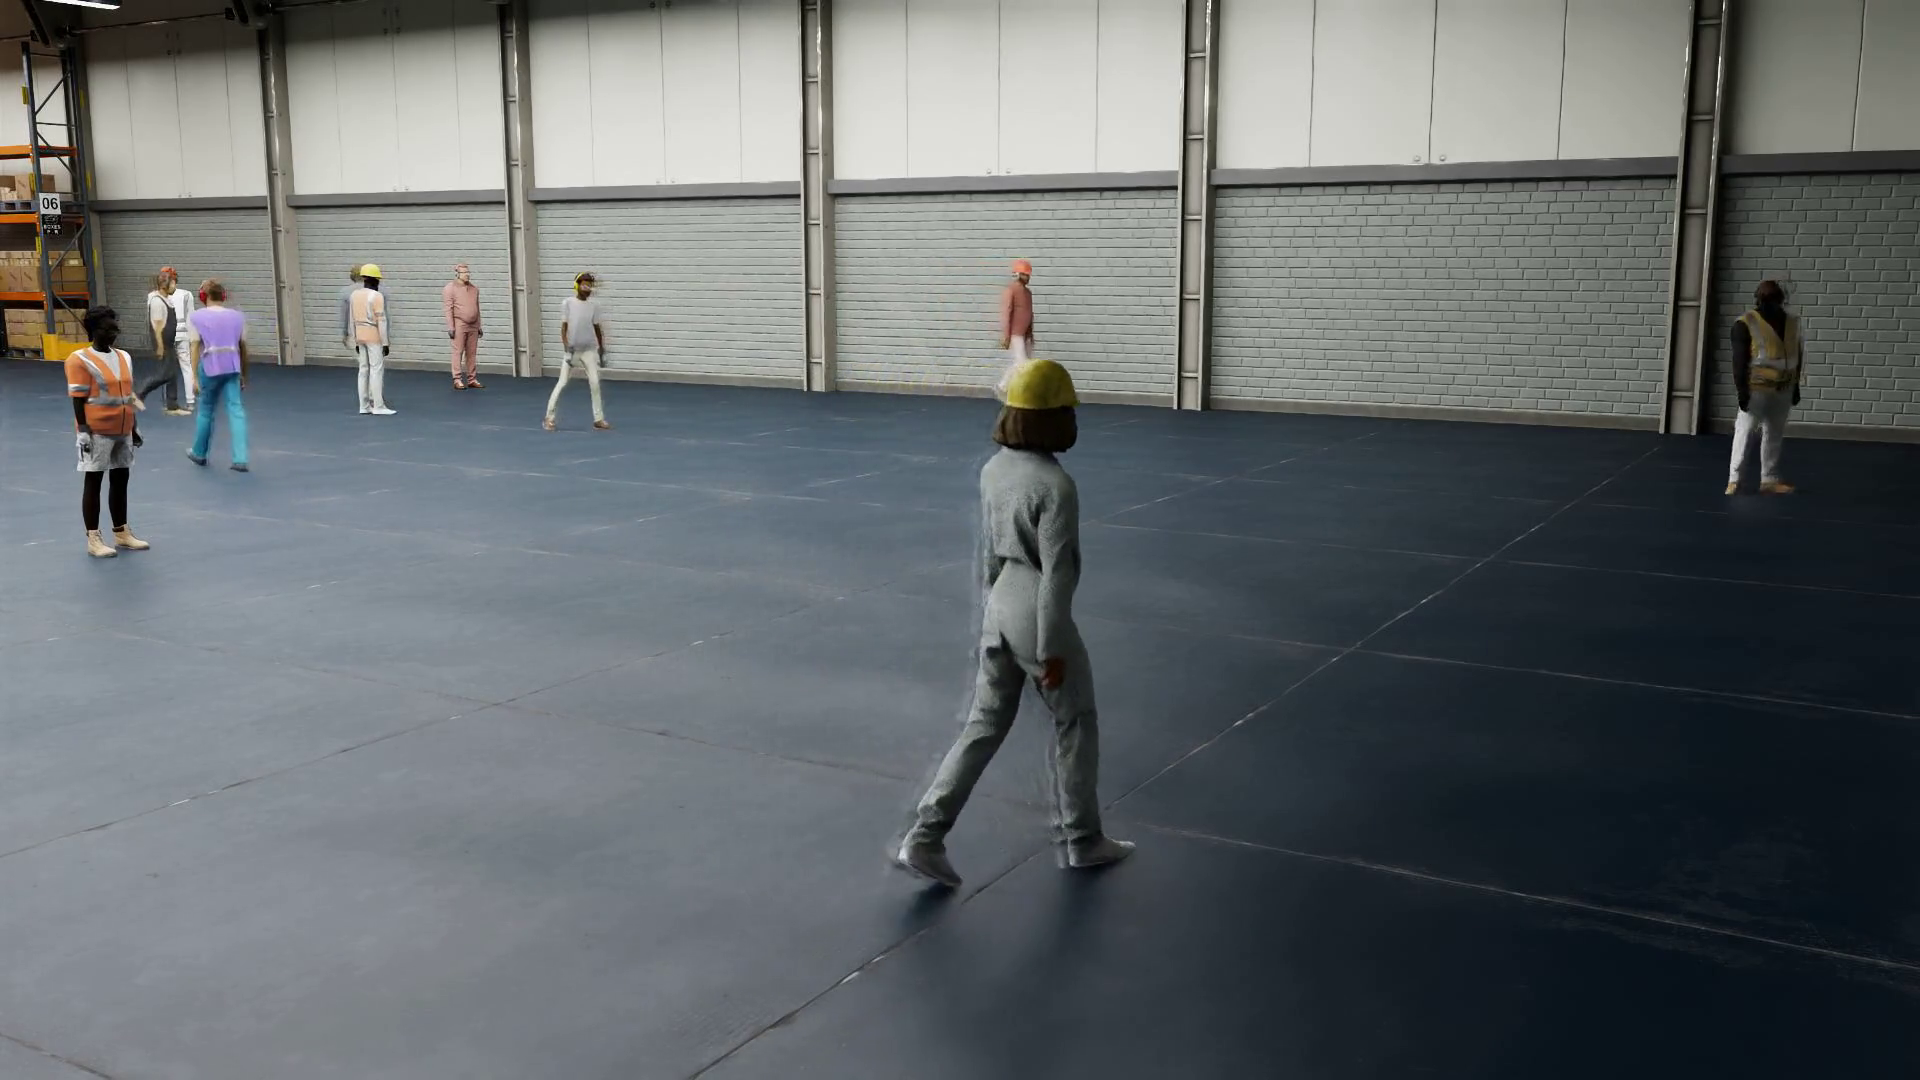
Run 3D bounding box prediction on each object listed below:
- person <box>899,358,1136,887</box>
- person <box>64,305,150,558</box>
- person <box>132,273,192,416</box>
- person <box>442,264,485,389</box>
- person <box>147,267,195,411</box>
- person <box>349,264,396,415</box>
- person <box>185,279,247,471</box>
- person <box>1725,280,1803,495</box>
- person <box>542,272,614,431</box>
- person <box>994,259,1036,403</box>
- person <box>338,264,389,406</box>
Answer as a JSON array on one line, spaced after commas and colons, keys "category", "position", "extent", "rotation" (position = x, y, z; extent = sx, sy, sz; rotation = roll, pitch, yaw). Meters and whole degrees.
[{"category": "person", "position": [0.185, 0.270, 5.326], "extent": [0.846, 1.708, 0.495], "rotation": [-6, 12, -33]}, {"category": "person", "position": [-5.777, -0.739, 11.271], "extent": [0.320, 1.698, 0.531], "rotation": [3, 10, 17]}, {"category": "person", "position": [-10.103, -2.446, 20.939], "extent": [0.613, 1.816, 0.512], "rotation": [-2, 10, -11]}, {"category": "person", "position": [-7.555, -3.257, 25.401], "extent": [0.407, 1.908, 0.642], "rotation": [6, 11, 32]}, {"category": "person", "position": [-10.307, -2.628, 21.791], "extent": [0.576, 1.882, 0.355], "rotation": [-8, 13, -41]}, {"category": "person", "position": [-7.497, -2.551, 21.213], "extent": [0.594, 1.922, 0.385], "rotation": [6, 11, 31]}, {"category": "person", "position": [-7.075, -1.567, 15.810], "extent": [0.960, 1.791, 0.595], "rotation": [9, 13, 41]}, {"category": "person", "position": [6.857, -1.276, 14.102], "extent": [0.692, 1.813, 0.432], "rotation": [-2, 10, -12]}, {"category": "person", "position": [-4.452, -2.184, 19.370], "extent": [0.725, 1.837, 0.491], "rotation": [-8, 13, -39]}, {"category": "person", "position": [0.797, -2.764, 22.307], "extent": [0.466, 1.982, 0.617], "rotation": [5, 11, 29]}, {"category": "person", "position": [-8.134, -2.791, 22.642], "extent": [0.628, 1.912, 0.676], "rotation": [-8, 13, -41]}]
